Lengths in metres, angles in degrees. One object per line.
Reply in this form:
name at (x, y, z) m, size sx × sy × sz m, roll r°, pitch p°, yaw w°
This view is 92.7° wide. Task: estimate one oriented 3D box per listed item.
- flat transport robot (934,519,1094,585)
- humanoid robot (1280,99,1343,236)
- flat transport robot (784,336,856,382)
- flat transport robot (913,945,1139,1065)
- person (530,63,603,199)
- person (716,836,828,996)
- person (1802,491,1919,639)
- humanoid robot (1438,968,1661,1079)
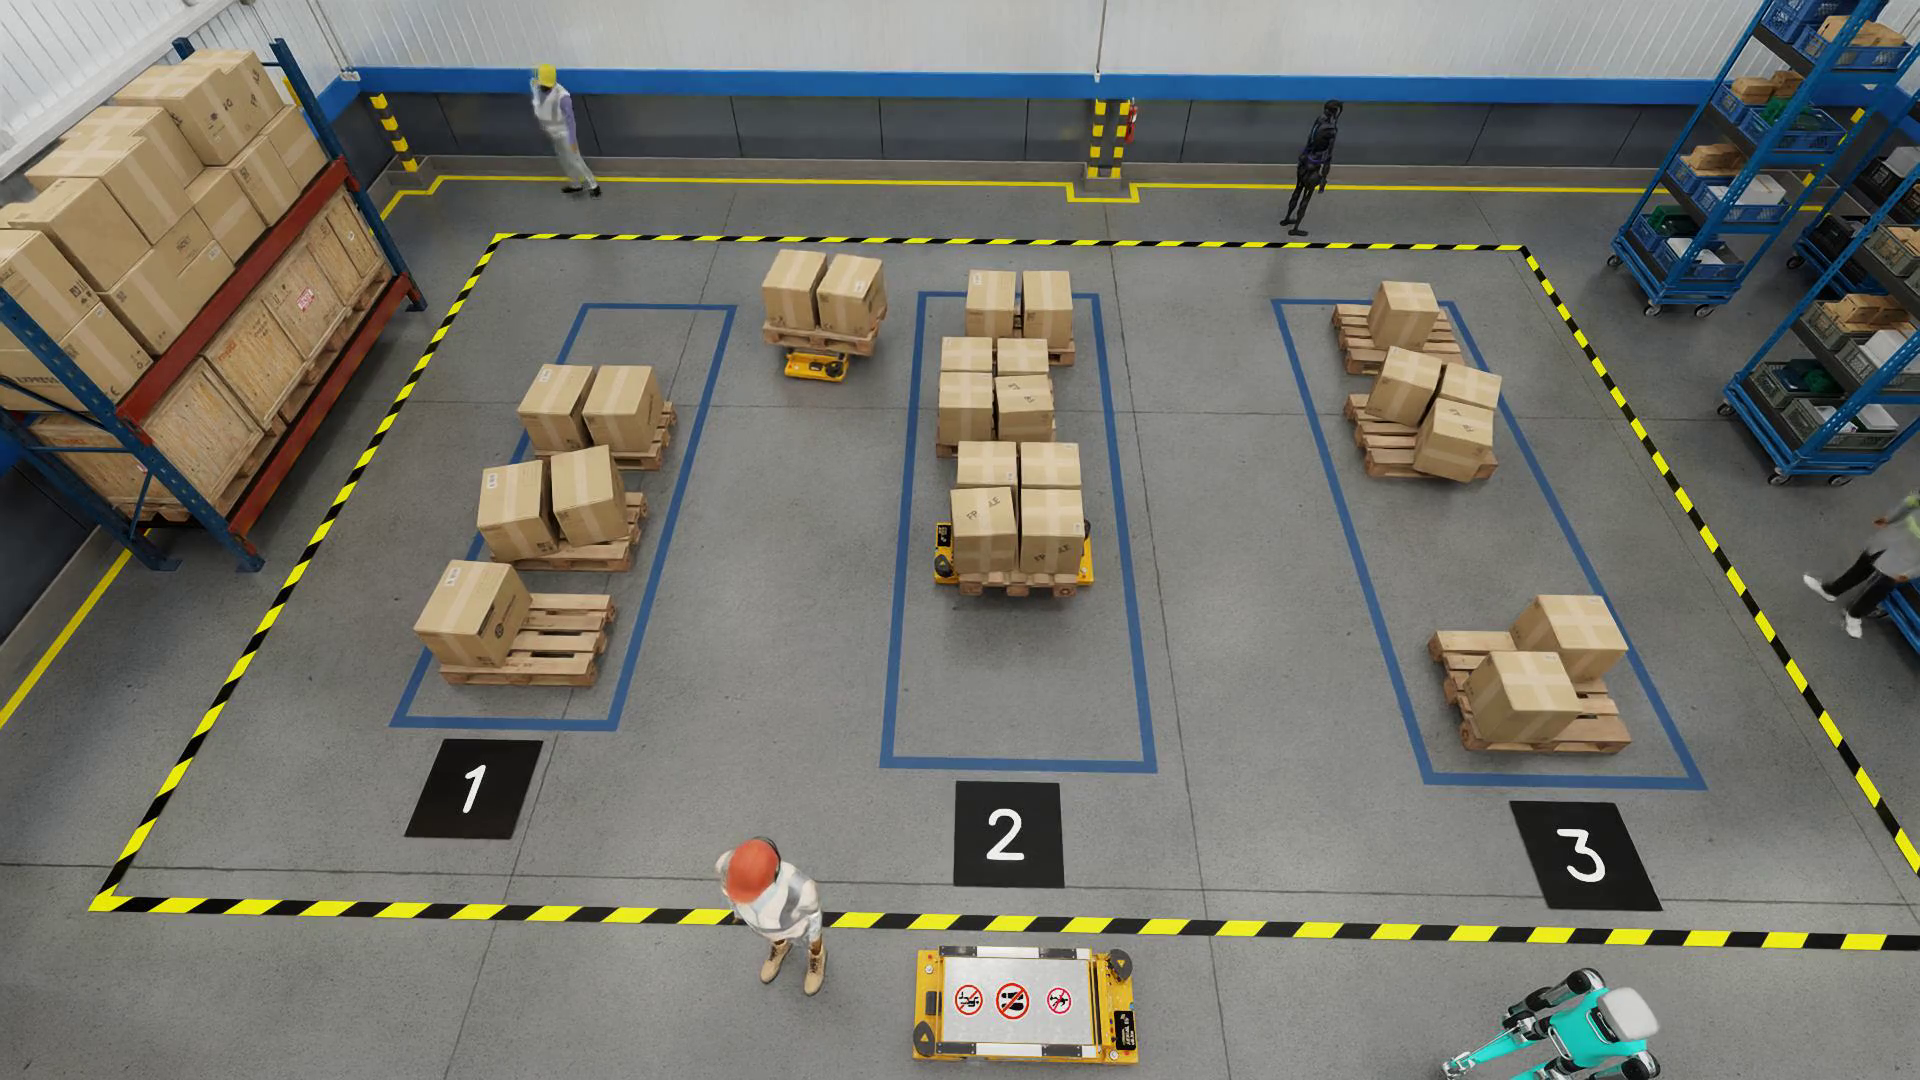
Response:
flat transport robot at (0.490, 0.087, 8.397) m, size 1.431 × 0.197 × 0.652 m, roll 1°, pitch 51°, yaw 1°
humanoid robot at (4.359, -4.609, 11.327) m, size 0.315 × 1.653 × 0.599 m, roll -7°, pitch 51°, yaw -6°
flat transport robot at (-1.475, -2.359, 10.390) m, size 0.652 × 0.197 × 1.431 m, roll 8°, pitch 51°, yaw 7°
flat transport robot at (0.422, 3.041, 6.007) m, size 1.431 × 0.231 × 0.659 m, roll 1°, pitch 51°, yaw 1°
person at (-5.145, -5.254, 11.802) m, size 0.671 × 1.777 × 0.406 m, roll 28°, pitch 56°, yaw 21°
person at (-1.100, 2.268, 5.491) m, size 0.606 × 2.048 × 0.365 m, roll 13°, pitch 52°, yaw 10°
person at (7.703, 0.030, 7.473) m, size 0.374 × 1.808 × 0.699 m, roll 2°, pitch 51°, yaw 2°
humanoid robot at (3.101, 2.889, 5.095) m, size 0.735 × 1.679 × 0.533 m, roll -11°, pitch 52°, yaw -9°
